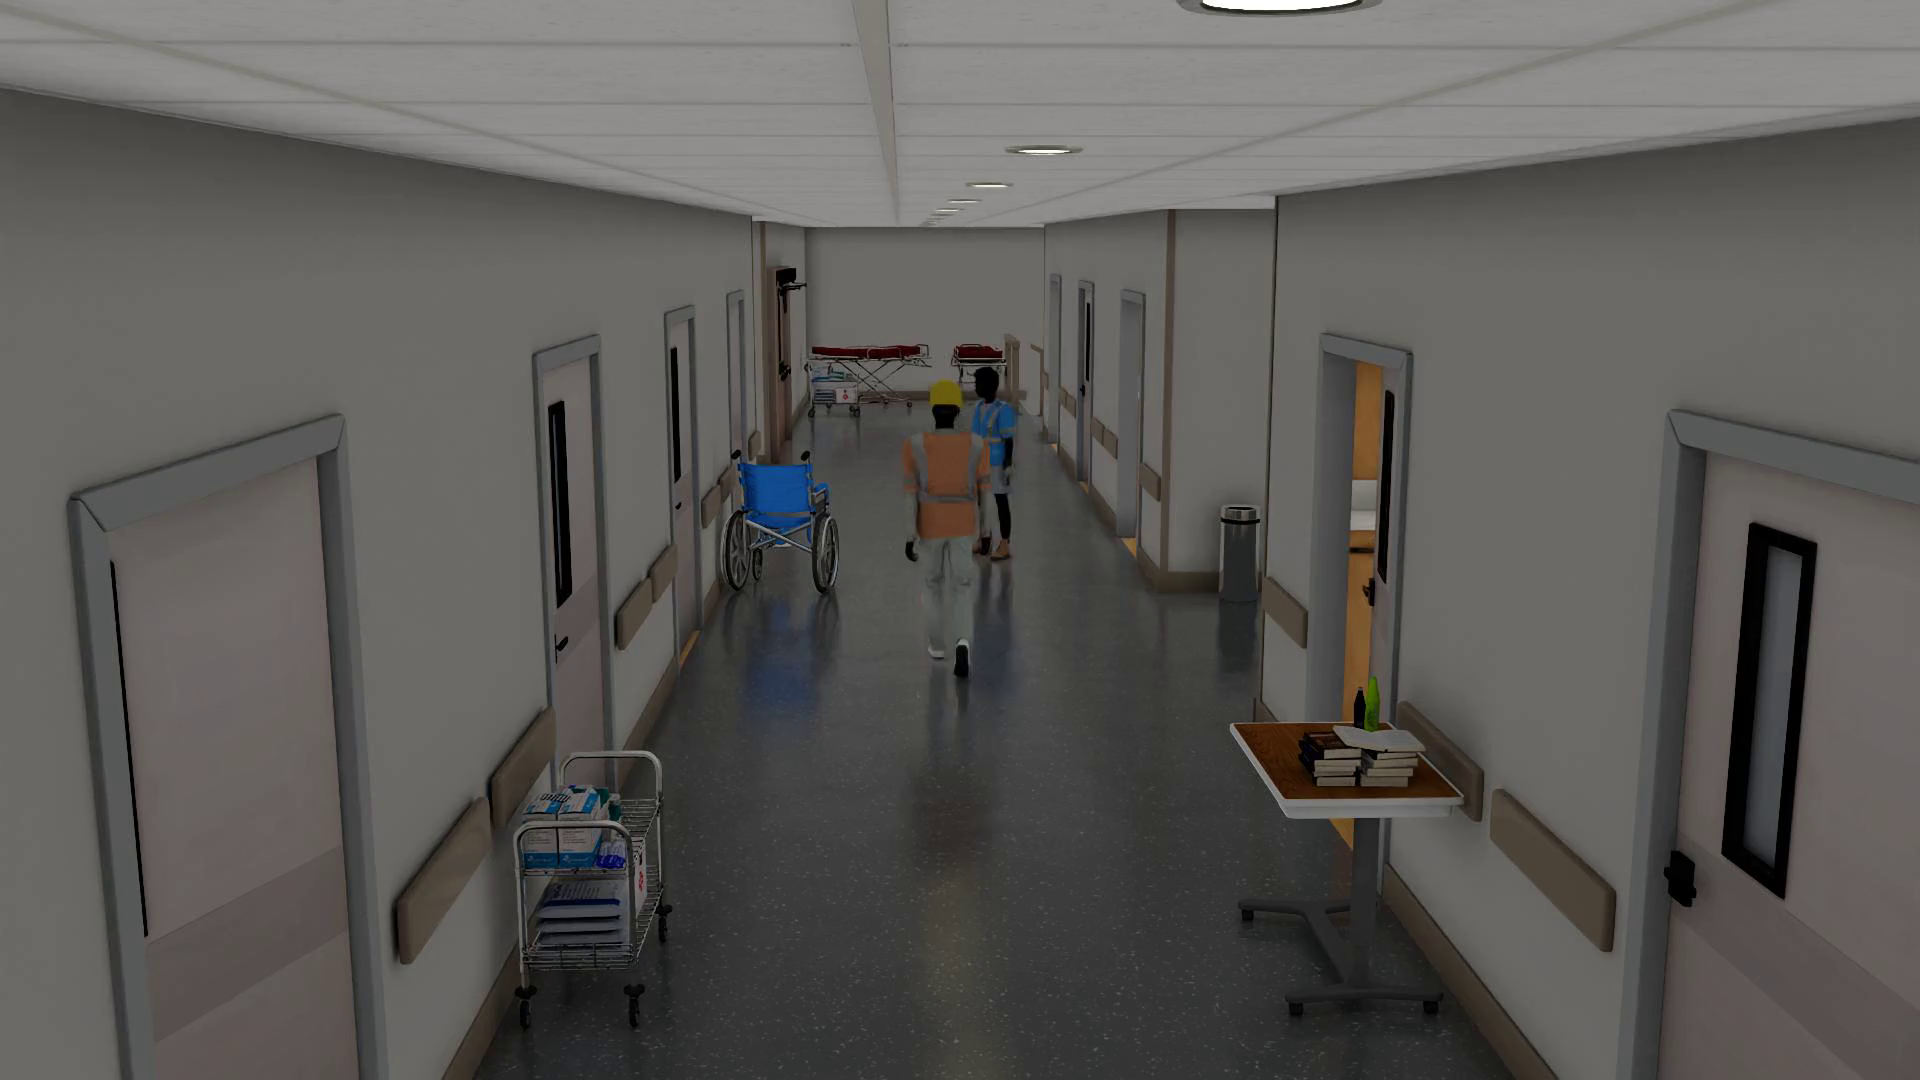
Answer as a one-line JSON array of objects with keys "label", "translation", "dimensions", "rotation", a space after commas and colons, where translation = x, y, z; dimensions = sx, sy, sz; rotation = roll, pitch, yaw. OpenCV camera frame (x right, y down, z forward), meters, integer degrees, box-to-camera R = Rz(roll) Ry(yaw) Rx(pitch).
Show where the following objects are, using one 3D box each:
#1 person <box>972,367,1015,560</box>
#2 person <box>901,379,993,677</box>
[{"label": "person", "translation": [0.287, -0.674, 14.615], "dimensions": [0.326, 1.681, 0.600], "rotation": [-7, 12, -32]}, {"label": "person", "translation": [-0.073, -0.085, 10.760], "dimensions": [0.596, 1.898, 0.871], "rotation": [-1, 10, -7]}]
